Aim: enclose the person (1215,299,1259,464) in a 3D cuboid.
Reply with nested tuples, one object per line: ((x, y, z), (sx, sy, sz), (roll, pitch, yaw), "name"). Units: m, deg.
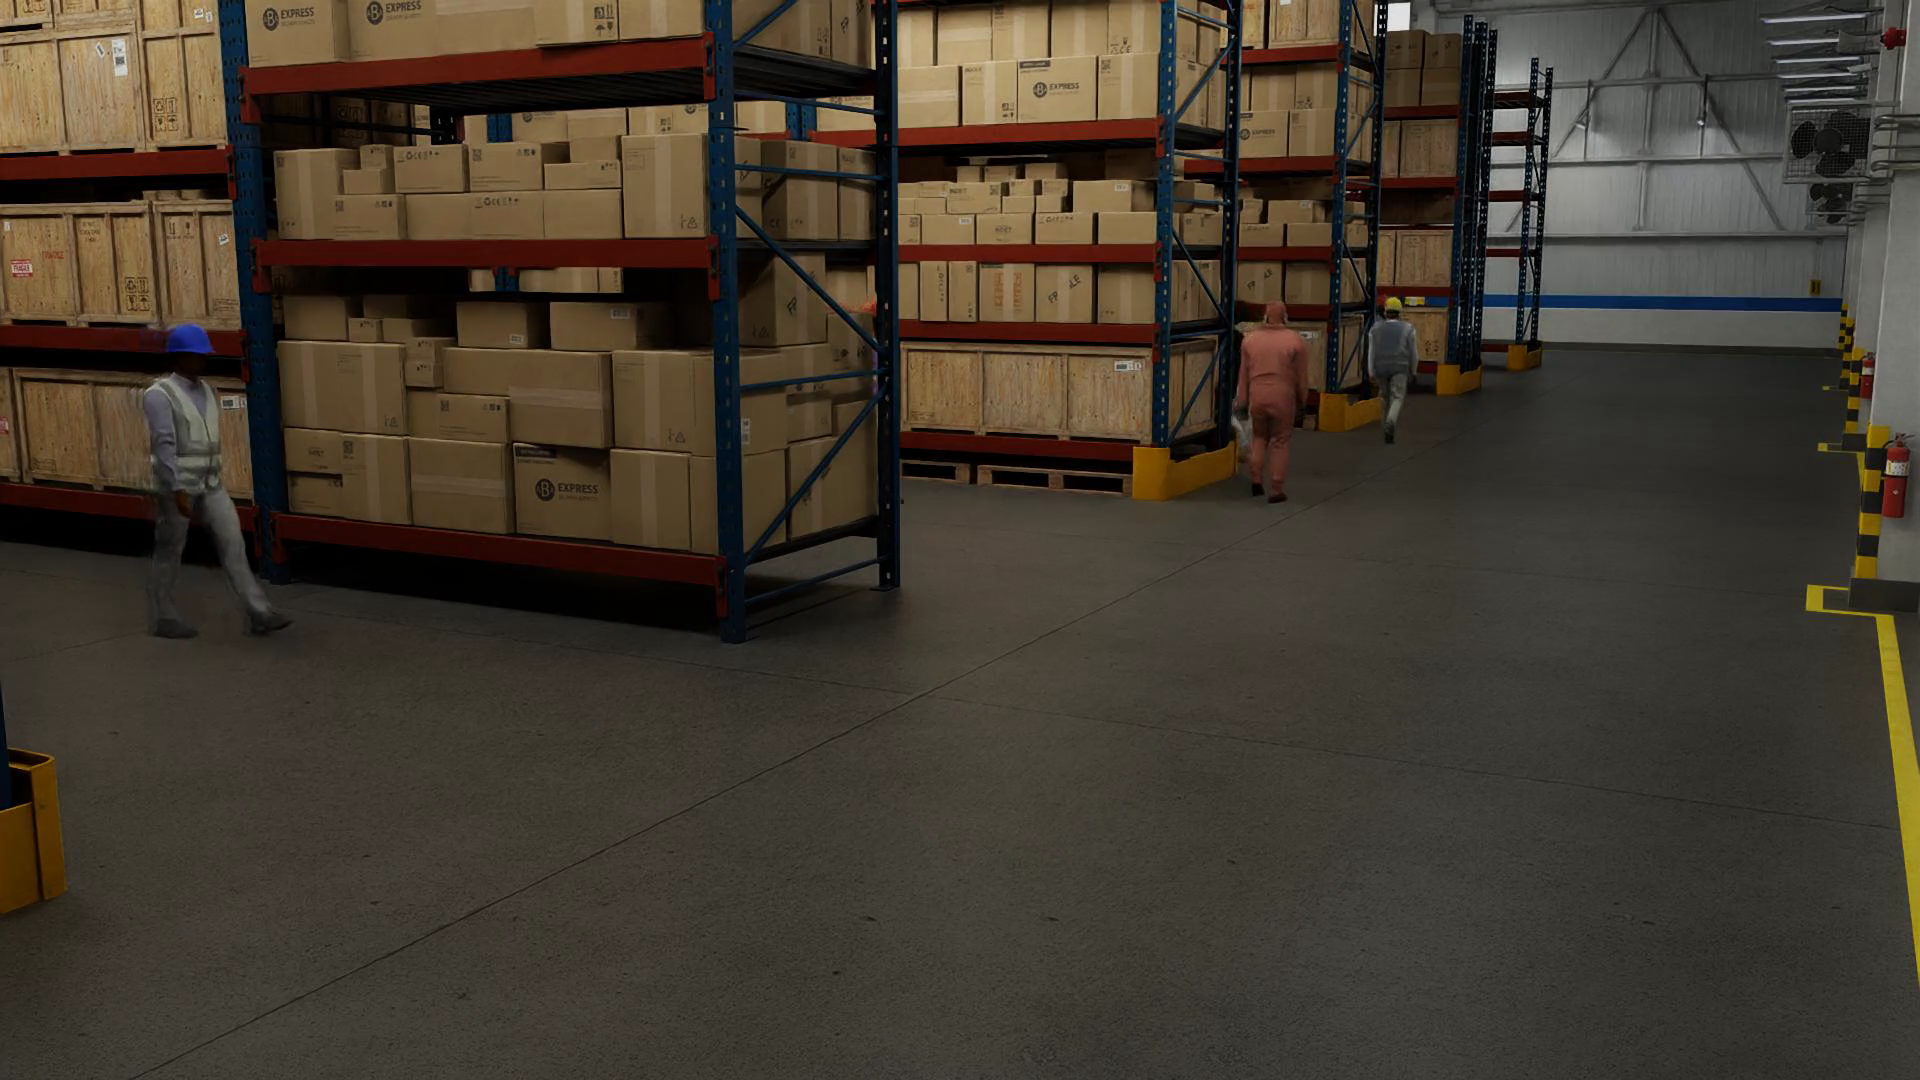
((3.079, -1.734, 18.344), (0.453, 1.823, 0.659), (6, 12, 32), "person")

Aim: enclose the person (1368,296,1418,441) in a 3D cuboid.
((5.337, -2.112, 20.583), (0.589, 1.810, 0.790), (5, 11, 28), "person")

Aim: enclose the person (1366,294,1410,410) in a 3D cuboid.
((6.270, -2.741, 24.480), (0.591, 1.712, 0.841), (-5, 11, -26), "person")

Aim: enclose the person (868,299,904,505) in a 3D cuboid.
((-0.698, -1.259, 15.324), (0.658, 1.913, 0.582), (2, 10, 12), "person")

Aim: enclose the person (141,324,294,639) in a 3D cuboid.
((-4.505, -0.324, 9.939), (0.951, 1.904, 0.616), (3, 10, 18), "person")

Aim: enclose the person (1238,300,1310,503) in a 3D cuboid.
((2.951, -1.298, 15.646), (0.638, 1.891, 0.517), (5, 11, 28), "person")
